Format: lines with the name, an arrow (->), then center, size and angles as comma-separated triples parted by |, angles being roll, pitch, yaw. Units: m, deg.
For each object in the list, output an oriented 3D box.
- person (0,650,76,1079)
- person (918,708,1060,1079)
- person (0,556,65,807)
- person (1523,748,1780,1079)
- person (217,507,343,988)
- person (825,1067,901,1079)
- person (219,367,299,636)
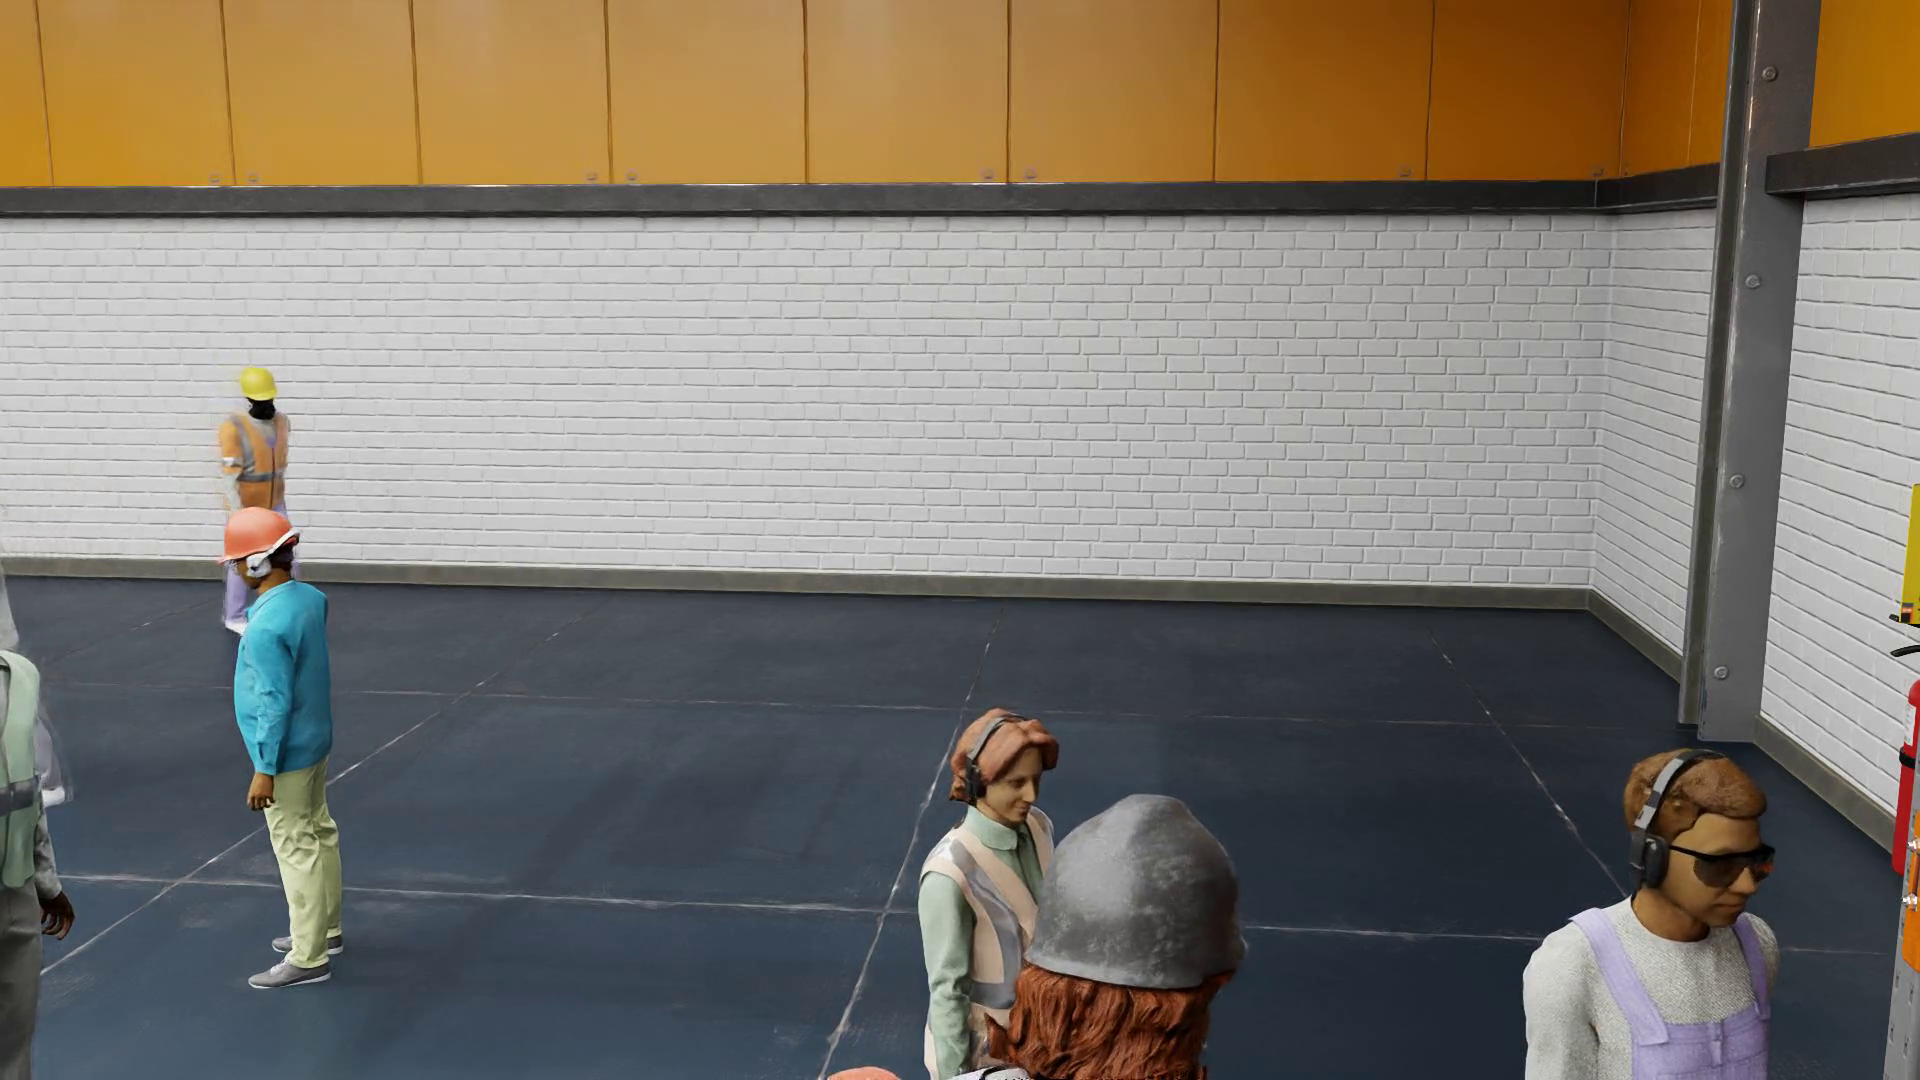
person -> -2.578, 0.948, 4.336 | 0.392, 1.920, 0.593 | 1, 10, 7
person -> 0.076, 1.183, 3.792 | 0.309, 1.638, 0.515 | 5, 11, 26
person -> -4.615, 0.523, 7.664 | 0.818, 1.589, 0.526 | -8, 13, -39
person -> 1.177, 1.245, 2.847 | 0.507, 1.844, 0.345 | -4, 11, -24
person -> -2.460, 0.741, 6.020 | 0.339, 1.741, 0.563 | -1, 10, -6
person -> -0.058, 1.426, 1.573 | 0.549, 1.928, 0.370 | -7, 12, -36
person -> -4.717, -0.236, 11.236 | 0.887, 1.873, 0.604 | 5, 11, 27
